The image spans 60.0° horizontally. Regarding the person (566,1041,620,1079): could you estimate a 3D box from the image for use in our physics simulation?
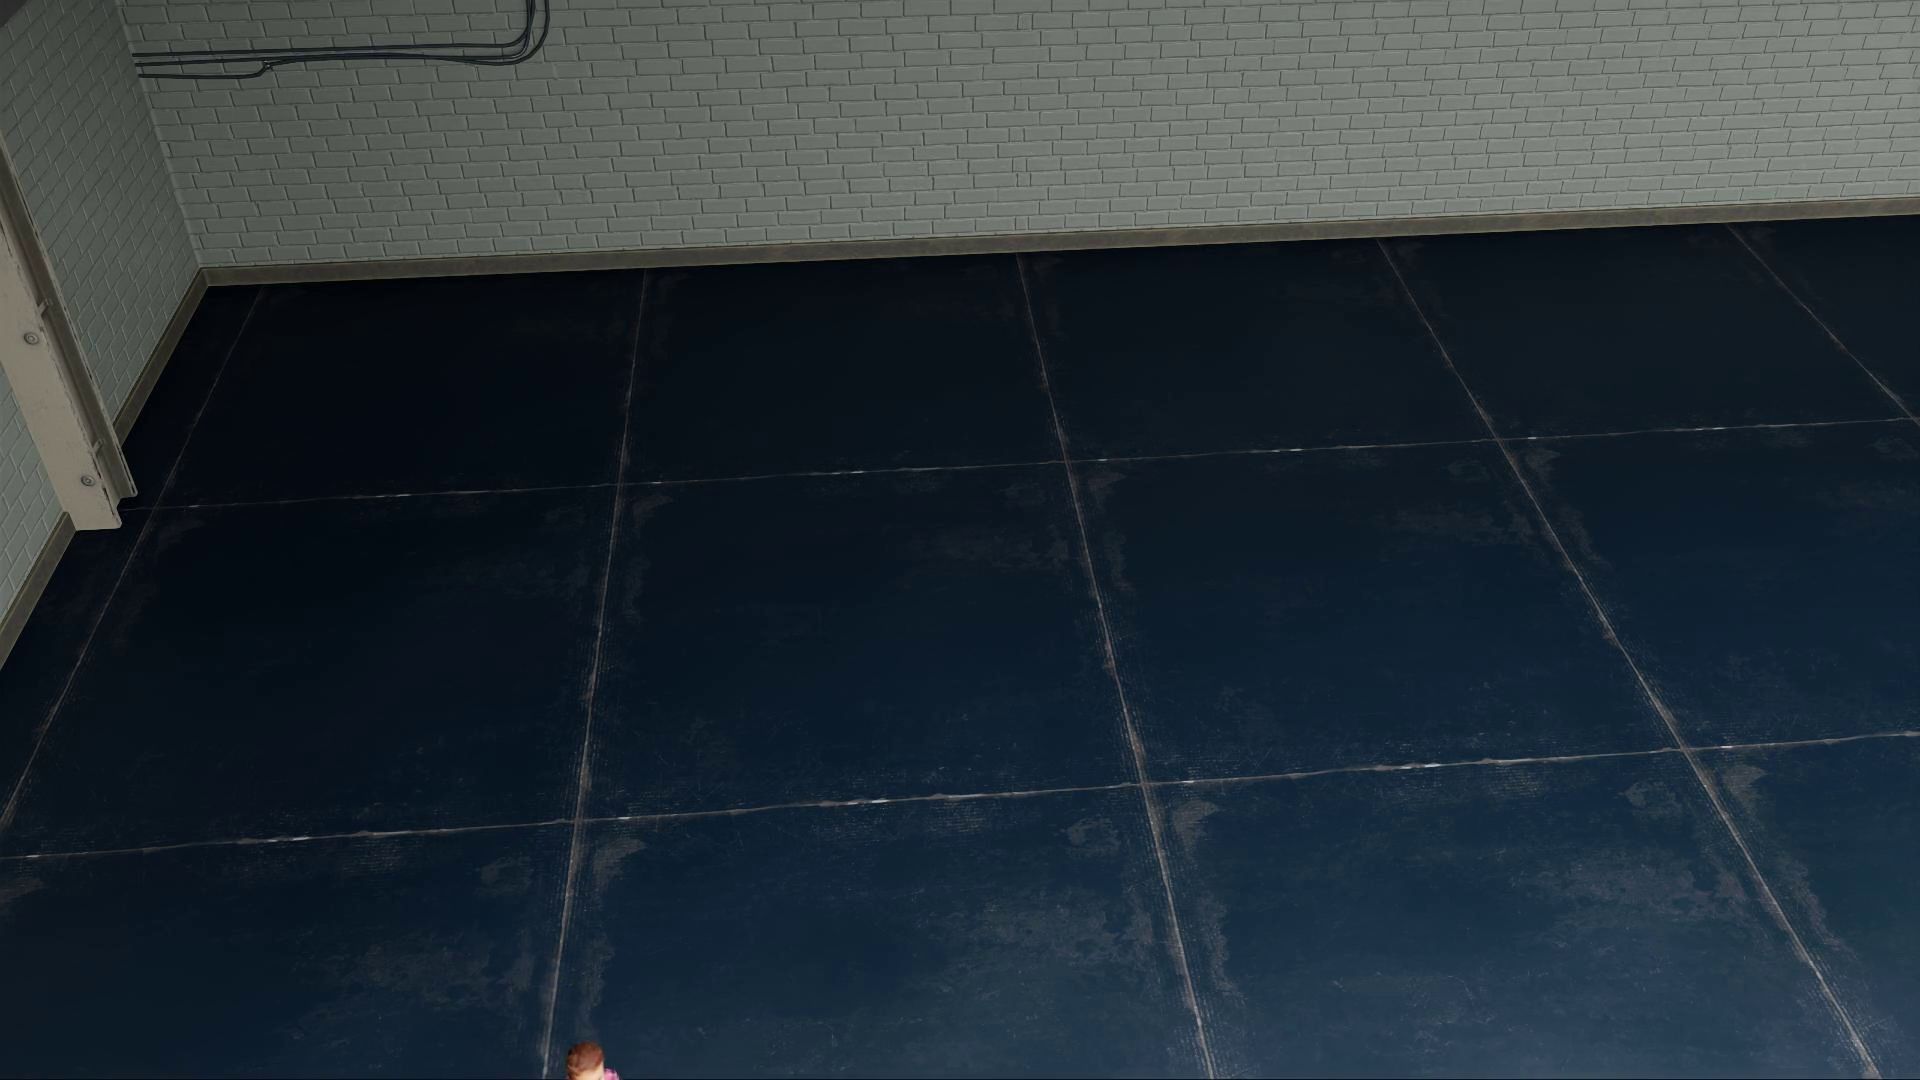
[{"bbox_3d":[-1.483,2.344,6.764,0.603,1.011,0.758,-21,43,-24],"label":"person"}]
